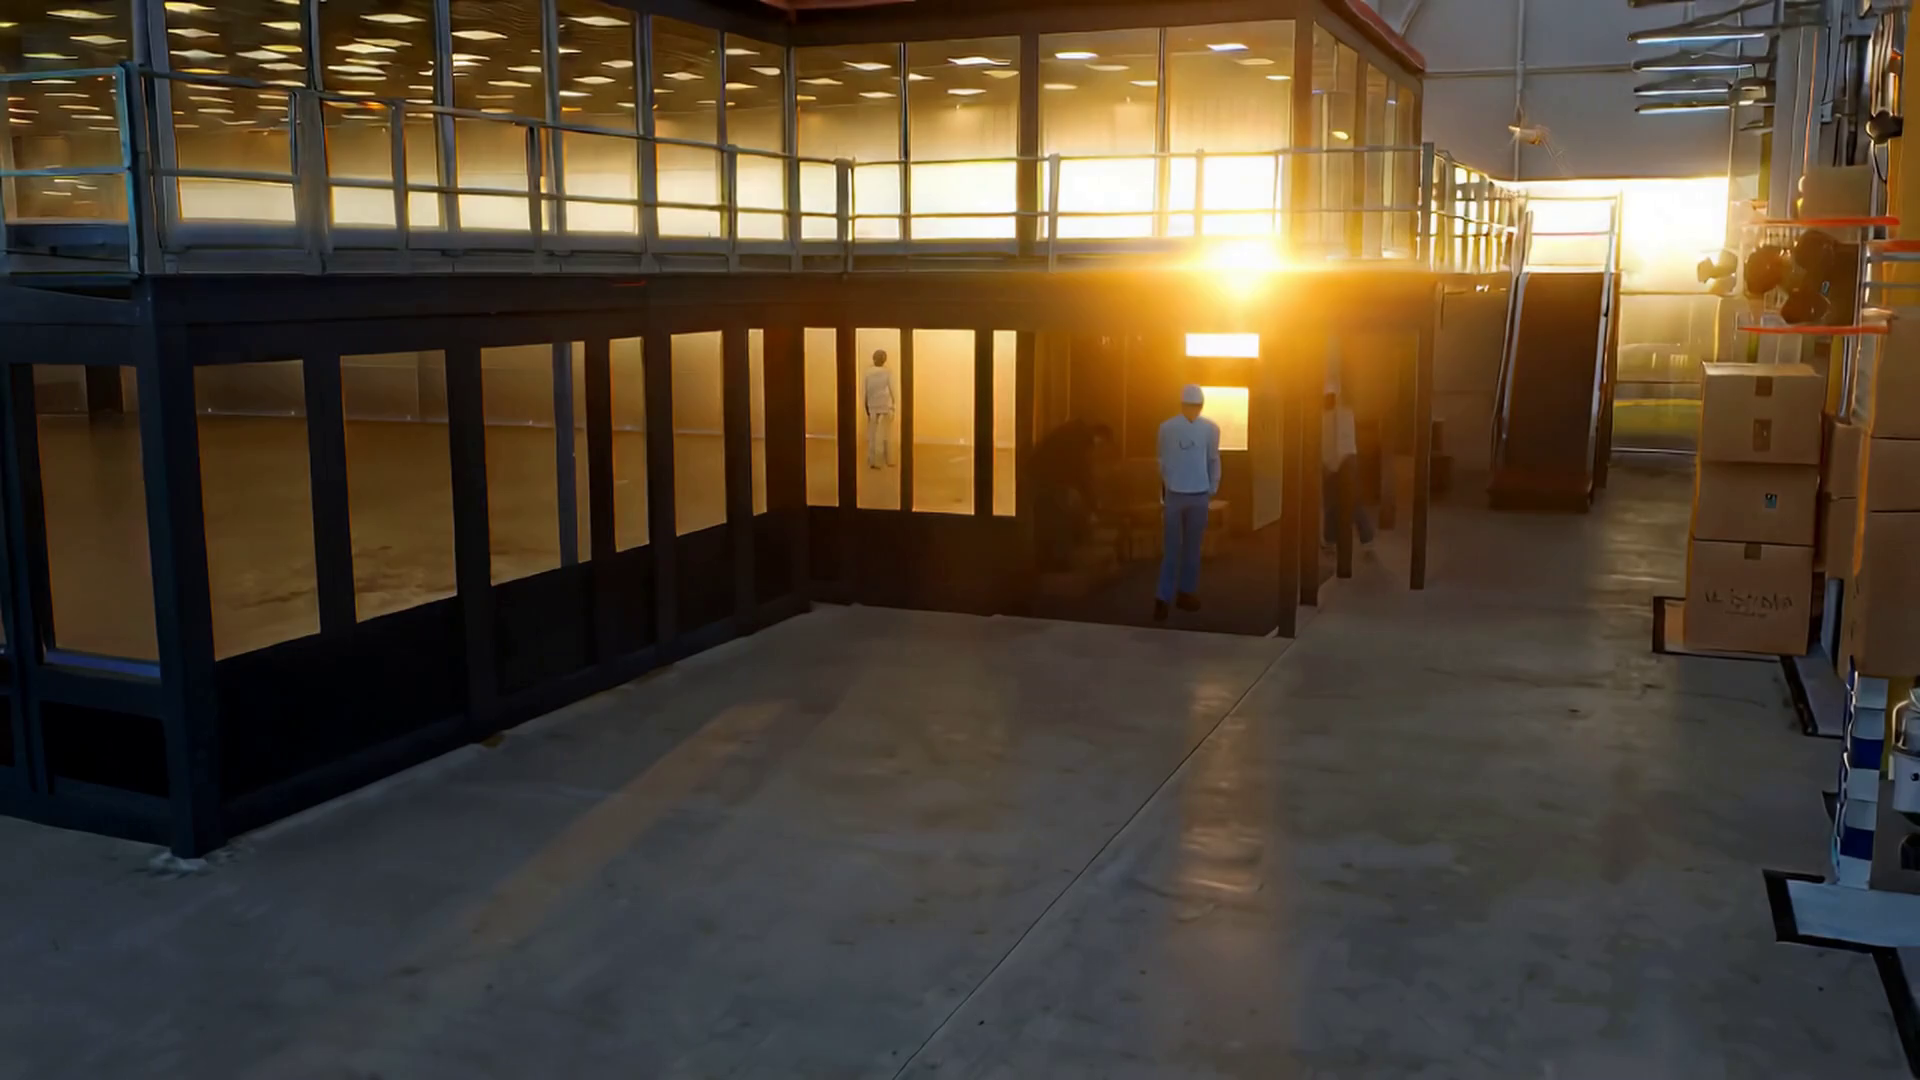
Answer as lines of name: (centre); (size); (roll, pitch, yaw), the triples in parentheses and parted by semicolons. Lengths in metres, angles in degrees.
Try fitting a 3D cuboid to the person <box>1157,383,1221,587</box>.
person: (2.208, -0.525, 16.076); (0.614, 1.987, 0.400); (1, 9, 5)
